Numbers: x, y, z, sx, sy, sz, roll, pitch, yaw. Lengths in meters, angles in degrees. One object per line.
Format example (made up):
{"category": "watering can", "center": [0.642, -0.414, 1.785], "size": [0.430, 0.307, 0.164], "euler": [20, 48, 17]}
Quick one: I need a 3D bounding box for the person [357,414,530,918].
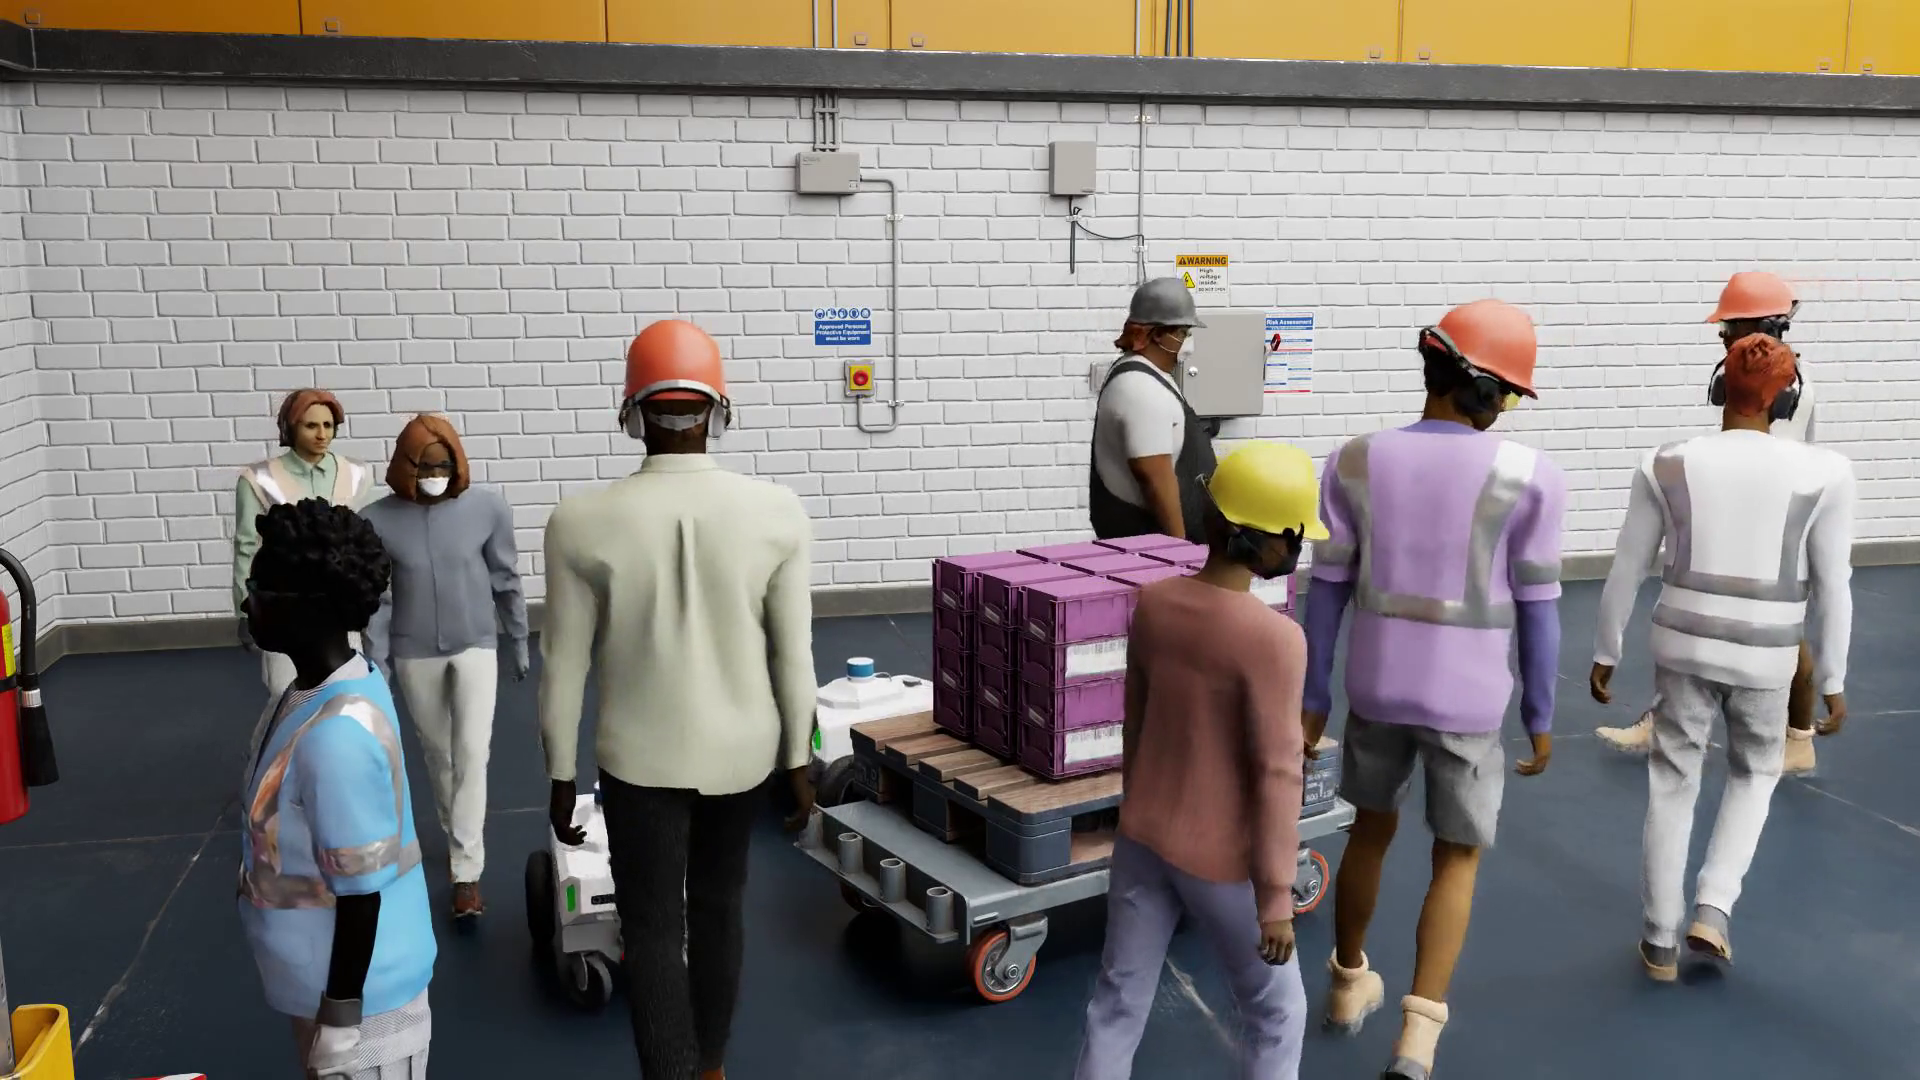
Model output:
{"category": "person", "center": [-1.638, 0.387, 5.309], "size": [0.515, 1.582, 0.816], "euler": [-2, 10, -12]}

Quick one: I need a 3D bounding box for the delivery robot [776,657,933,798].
{"category": "delivery robot", "center": [-0.374, 0.687, 6.281], "size": [0.707, 0.478, 0.477], "euler": [-10, 14, -43]}

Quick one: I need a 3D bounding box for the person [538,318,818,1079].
{"category": "person", "center": [-0.617, 0.489, 3.746], "size": [0.623, 1.963, 0.945], "euler": [-3, 11, -18]}

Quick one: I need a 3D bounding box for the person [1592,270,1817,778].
{"category": "person", "center": [3.003, -0.041, 6.537], "size": [0.945, 2.000, 0.618], "euler": [1, 10, 5]}

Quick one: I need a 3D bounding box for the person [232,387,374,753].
{"category": "person", "center": [-2.408, 0.236, 6.062], "size": [0.547, 1.615, 0.537], "euler": [10, 14, 44]}

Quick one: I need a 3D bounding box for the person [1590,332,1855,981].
{"category": "person", "center": [2.166, 0.346, 4.778], "size": [0.698, 1.870, 0.439], "euler": [5, 11, 27]}

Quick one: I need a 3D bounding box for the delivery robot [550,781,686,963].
{"category": "delivery robot", "center": [-1.010, 0.943, 4.863], "size": [0.477, 0.478, 0.707], "euler": [-3, 11, -16]}

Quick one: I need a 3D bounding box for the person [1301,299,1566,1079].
{"category": "person", "center": [1.127, 0.400, 4.148], "size": [0.634, 1.994, 0.748], "euler": [7, 13, 35]}

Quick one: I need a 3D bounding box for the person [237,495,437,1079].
{"category": "person", "center": [-1.095, 0.764, 2.944], "size": [0.318, 1.699, 0.533], "euler": [-5, 11, -24]}

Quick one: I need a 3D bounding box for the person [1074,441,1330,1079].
{"category": "person", "center": [0.529, 0.651, 3.480], "size": [0.611, 1.723, 0.562], "euler": [-7, 12, -33]}

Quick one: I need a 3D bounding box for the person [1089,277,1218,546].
{"category": "person", "center": [0.827, -0.089, 6.724], "size": [1.030, 2.000, 0.703], "euler": [1, 10, 6]}
